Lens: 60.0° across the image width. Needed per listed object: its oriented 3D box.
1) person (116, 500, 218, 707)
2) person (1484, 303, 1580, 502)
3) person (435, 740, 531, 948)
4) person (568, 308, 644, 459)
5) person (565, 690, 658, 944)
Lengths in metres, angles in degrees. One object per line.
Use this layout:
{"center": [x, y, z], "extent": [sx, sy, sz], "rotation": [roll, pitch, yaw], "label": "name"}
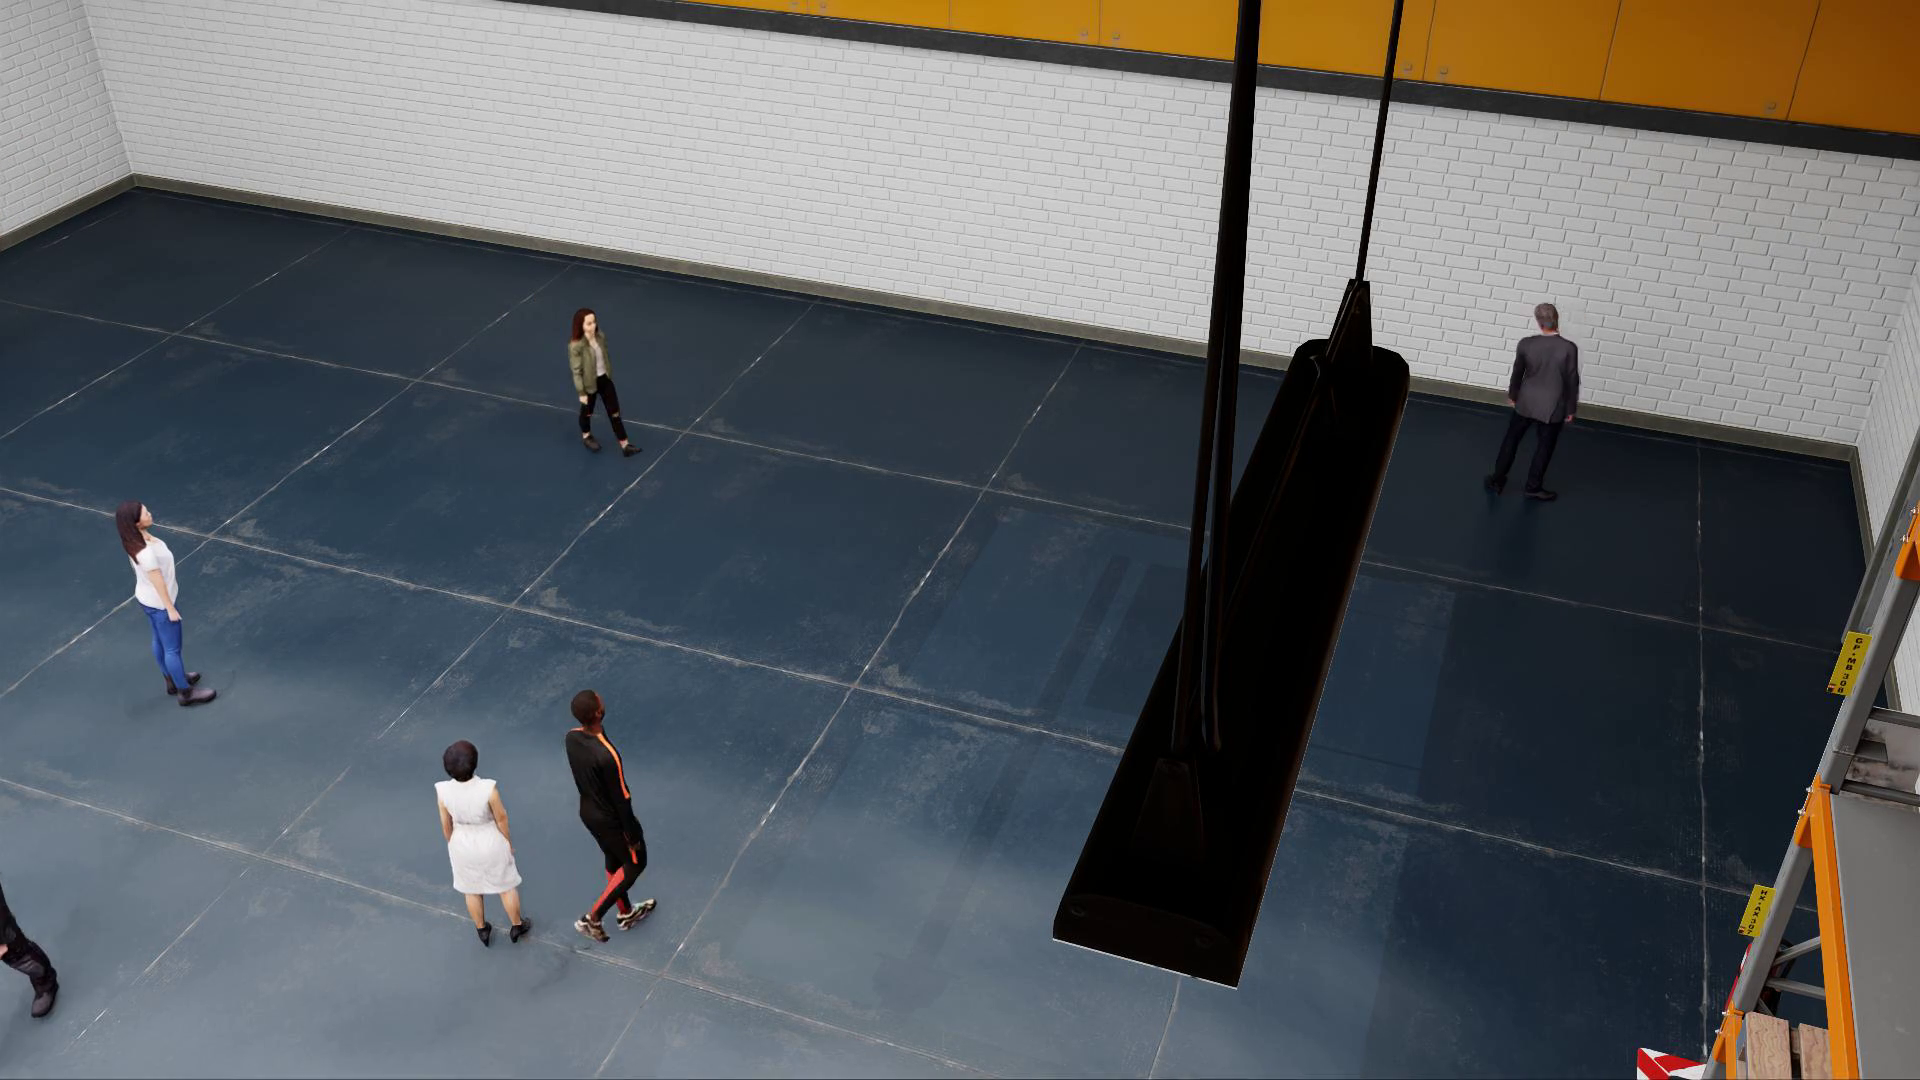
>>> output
{"center": [-5.773, 0.451, 11.976], "extent": [0.684, 1.684, 0.681], "rotation": [-27, 42, -34], "label": "person"}
{"center": [5.020, -1.154, 14.276], "extent": [0.775, 1.812, 0.883], "rotation": [-21, 39, -29], "label": "person"}
{"center": [-2.888, 1.837, 10.009], "extent": [0.630, 1.555, 0.634], "rotation": [-2, 34, -2], "label": "person"}
{"center": [-3.353, -1.423, 15.015], "extent": [0.885, 1.442, 0.982], "rotation": [26, 41, 33], "label": "person"}
{"center": [-2.184, 1.713, 9.981], "extent": [0.846, 1.792, 0.960], "rotation": [28, 43, 35], "label": "person"}
